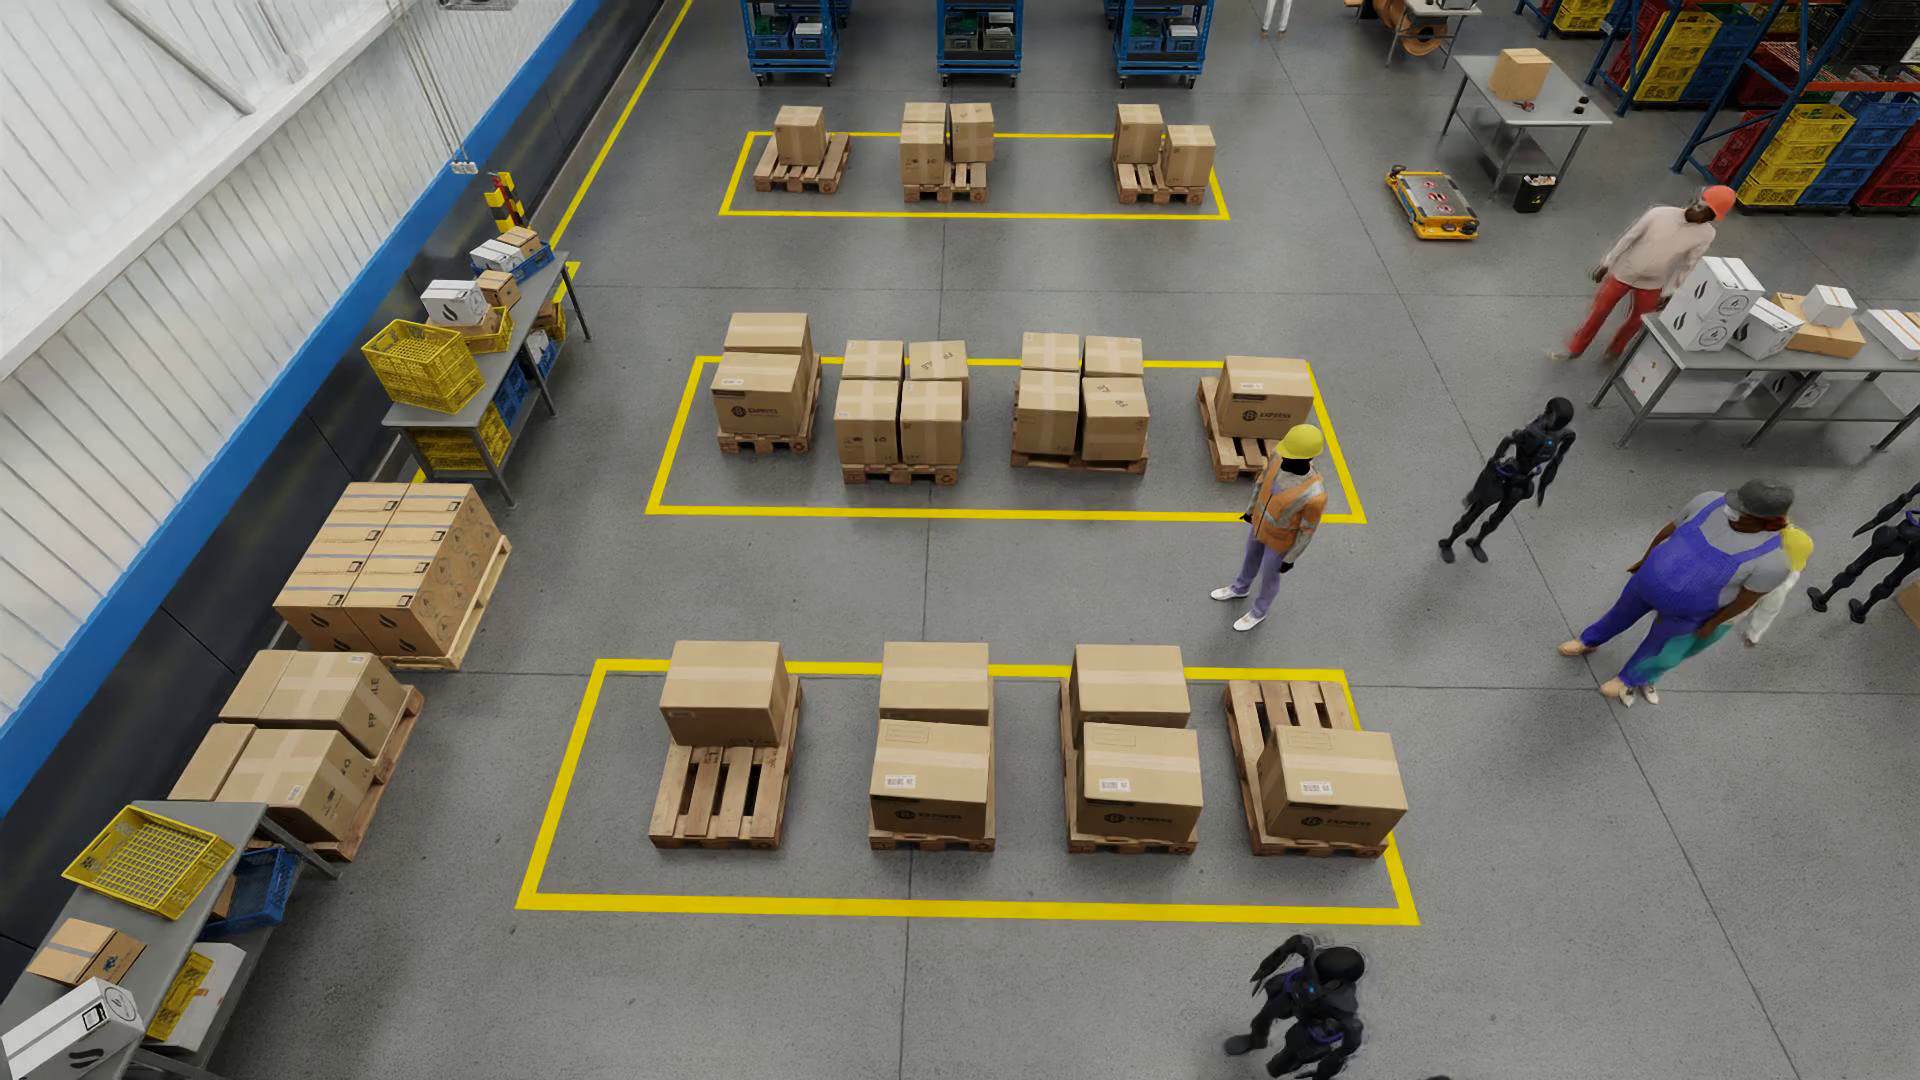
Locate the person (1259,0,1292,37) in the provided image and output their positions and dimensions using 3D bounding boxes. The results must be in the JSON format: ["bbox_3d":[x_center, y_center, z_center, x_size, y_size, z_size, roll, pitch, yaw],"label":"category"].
[{"bbox_3d":[5.010,-8.765,14.052,0.573,1.883,0.354,12,50,10],"label":"person"}]

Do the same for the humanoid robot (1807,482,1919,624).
[{"bbox_3d":[6.929,-0.034,6.628,0.579,1.652,0.308,20,52,16],"label":"humanoid robot"}]

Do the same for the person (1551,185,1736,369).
[{"bbox_3d":[6.344,-2.422,8.529,0.732,1.943,0.390,24,53,19],"label":"person"}]

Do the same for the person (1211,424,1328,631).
[{"bbox_3d":[2.214,-0.074,6.500,0.363,1.926,0.593,-15,51,-13],"label":"person"}]

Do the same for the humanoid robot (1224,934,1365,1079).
[{"bbox_3d":[1.719,2.366,4.554,0.382,1.642,0.611,-14,51,-12],"label":"humanoid robot"}]

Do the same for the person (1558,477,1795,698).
[{"bbox_3d":[4.761,0.327,6.079,0.537,2.000,0.680,-15,51,-13],"label":"person"}]

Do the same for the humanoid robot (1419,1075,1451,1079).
[{"bbox_3d":[2.149,2.808,4.183,0.372,1.676,0.592,-7,50,-6],"label":"humanoid robot"}]

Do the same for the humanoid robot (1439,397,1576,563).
[{"bbox_3d":[4.178,-0.428,6.963,0.611,1.657,0.315,-2,49,-2],"label":"humanoid robot"}]

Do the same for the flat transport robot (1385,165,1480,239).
[{"bbox_3d":[5.692,-4.094,11.059,0.652,0.197,1.431,1,49,1],"label":"flat transport robot"}]

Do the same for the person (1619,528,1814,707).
[{"bbox_3d":[4.984,0.560,6.064,0.551,1.756,0.429,3,49,3],"label":"person"}]
